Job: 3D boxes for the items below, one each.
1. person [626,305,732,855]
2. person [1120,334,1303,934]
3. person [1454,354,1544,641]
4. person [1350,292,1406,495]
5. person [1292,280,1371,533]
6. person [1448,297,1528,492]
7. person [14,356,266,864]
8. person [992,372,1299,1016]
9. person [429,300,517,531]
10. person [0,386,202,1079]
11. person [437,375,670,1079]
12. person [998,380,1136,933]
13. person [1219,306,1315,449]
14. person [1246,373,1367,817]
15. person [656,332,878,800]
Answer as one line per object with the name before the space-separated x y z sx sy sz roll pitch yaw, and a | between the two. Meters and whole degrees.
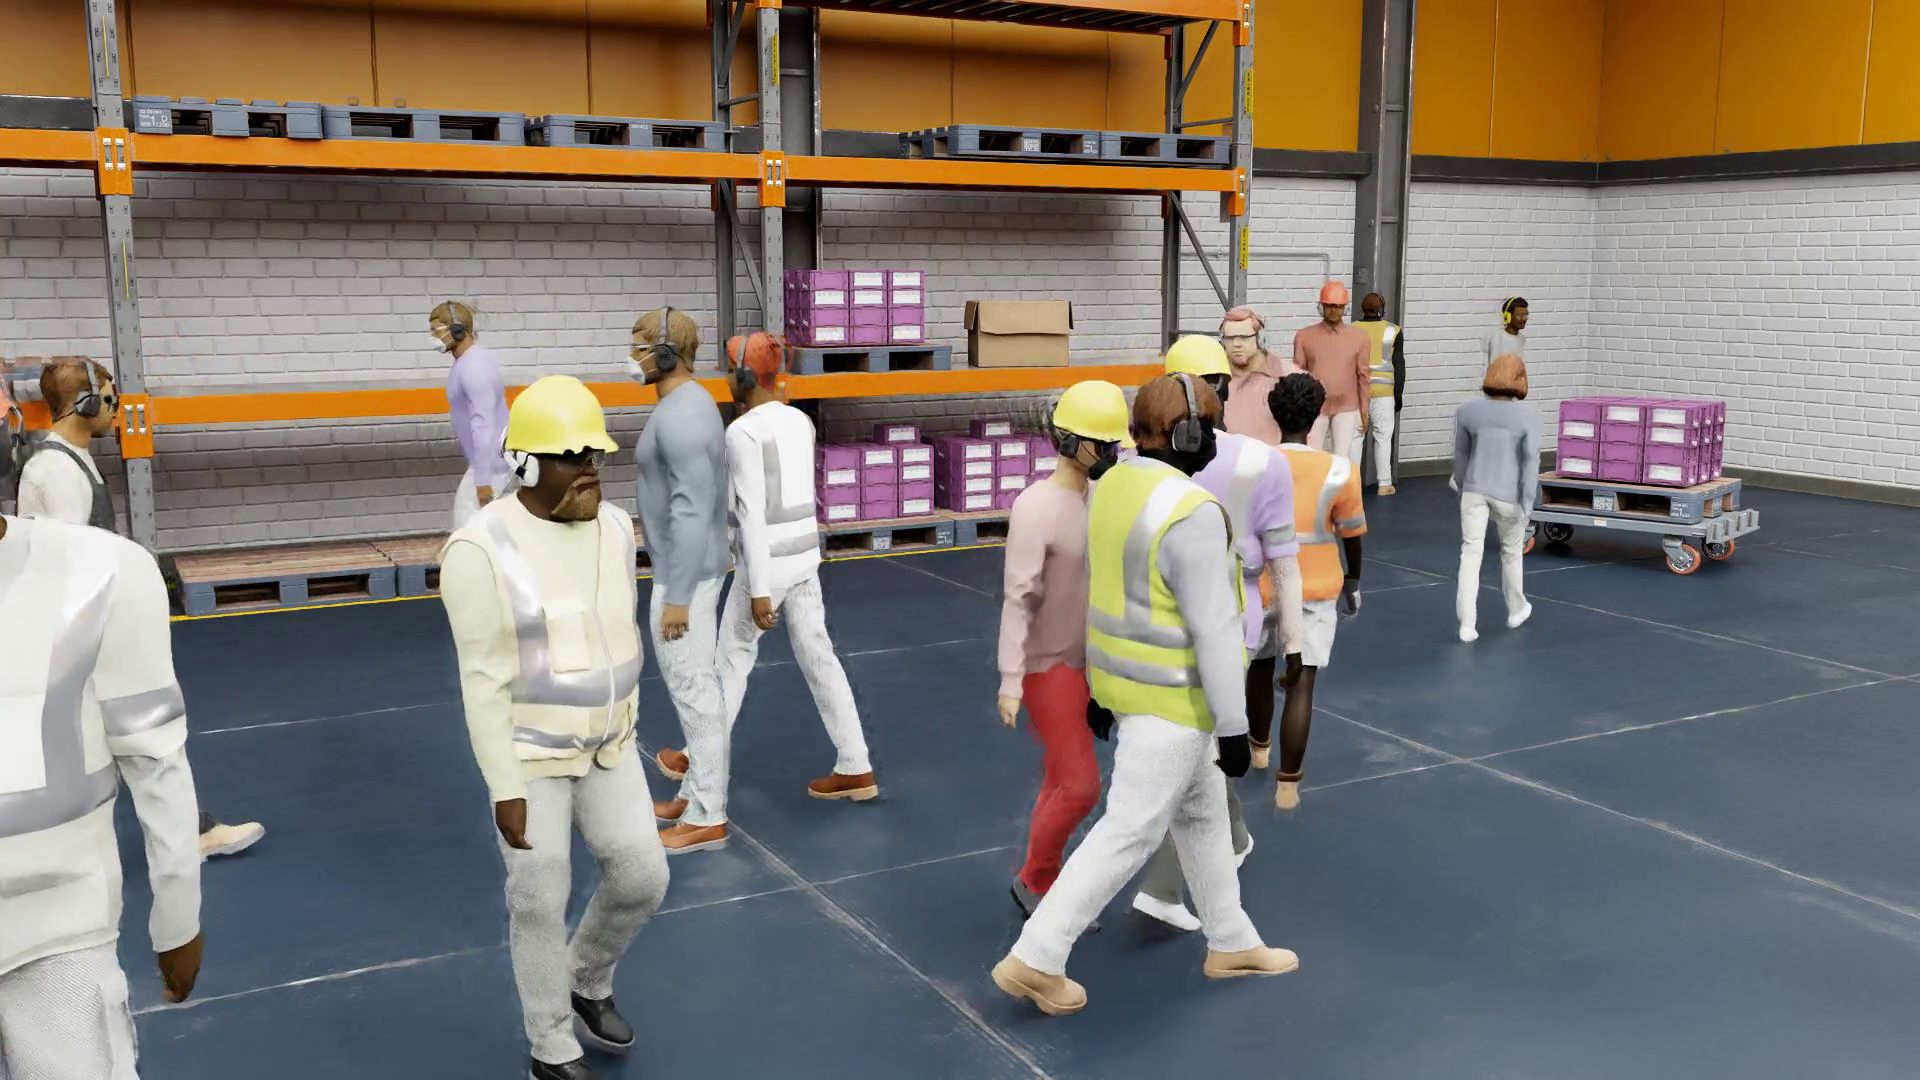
person | -0.987 0.142 5.922 0.352 1.937 0.635 -1 9 -8
person | 0.764 0.276 5.366 0.601 1.863 1.018 7 11 35
person | 3.009 -0.245 9.334 0.514 1.585 0.850 6 11 33
person | 3.744 -1.325 15.161 0.619 1.845 0.430 4 10 25
person | 2.927 -1.059 13.153 0.622 1.978 0.639 2 10 12
person | 4.772 -1.244 14.784 0.521 1.813 0.977 -6 11 -34
person | -2.972 0.277 5.600 1.002 1.782 0.551 -3 10 -18
person | 0.524 0.436 4.625 0.966 1.799 0.622 -2 10 -14
person | -2.636 -0.382 9.268 0.557 1.898 0.667 -3 10 -16
person | -1.608 0.619 2.791 0.620 2.025 0.675 -3 10 -19
person | -0.974 0.507 4.084 0.418 1.816 0.595 7 12 36
person | 0.317 0.385 5.030 0.422 1.738 0.580 7 11 35
person | 1.513 -0.254 8.530 0.681 1.878 0.766 4 10 25
person | 1.296 0.181 6.490 0.555 1.658 0.809 2 10 15
person | -0.740 0.109 6.490 0.998 1.829 0.585 5 11 27
